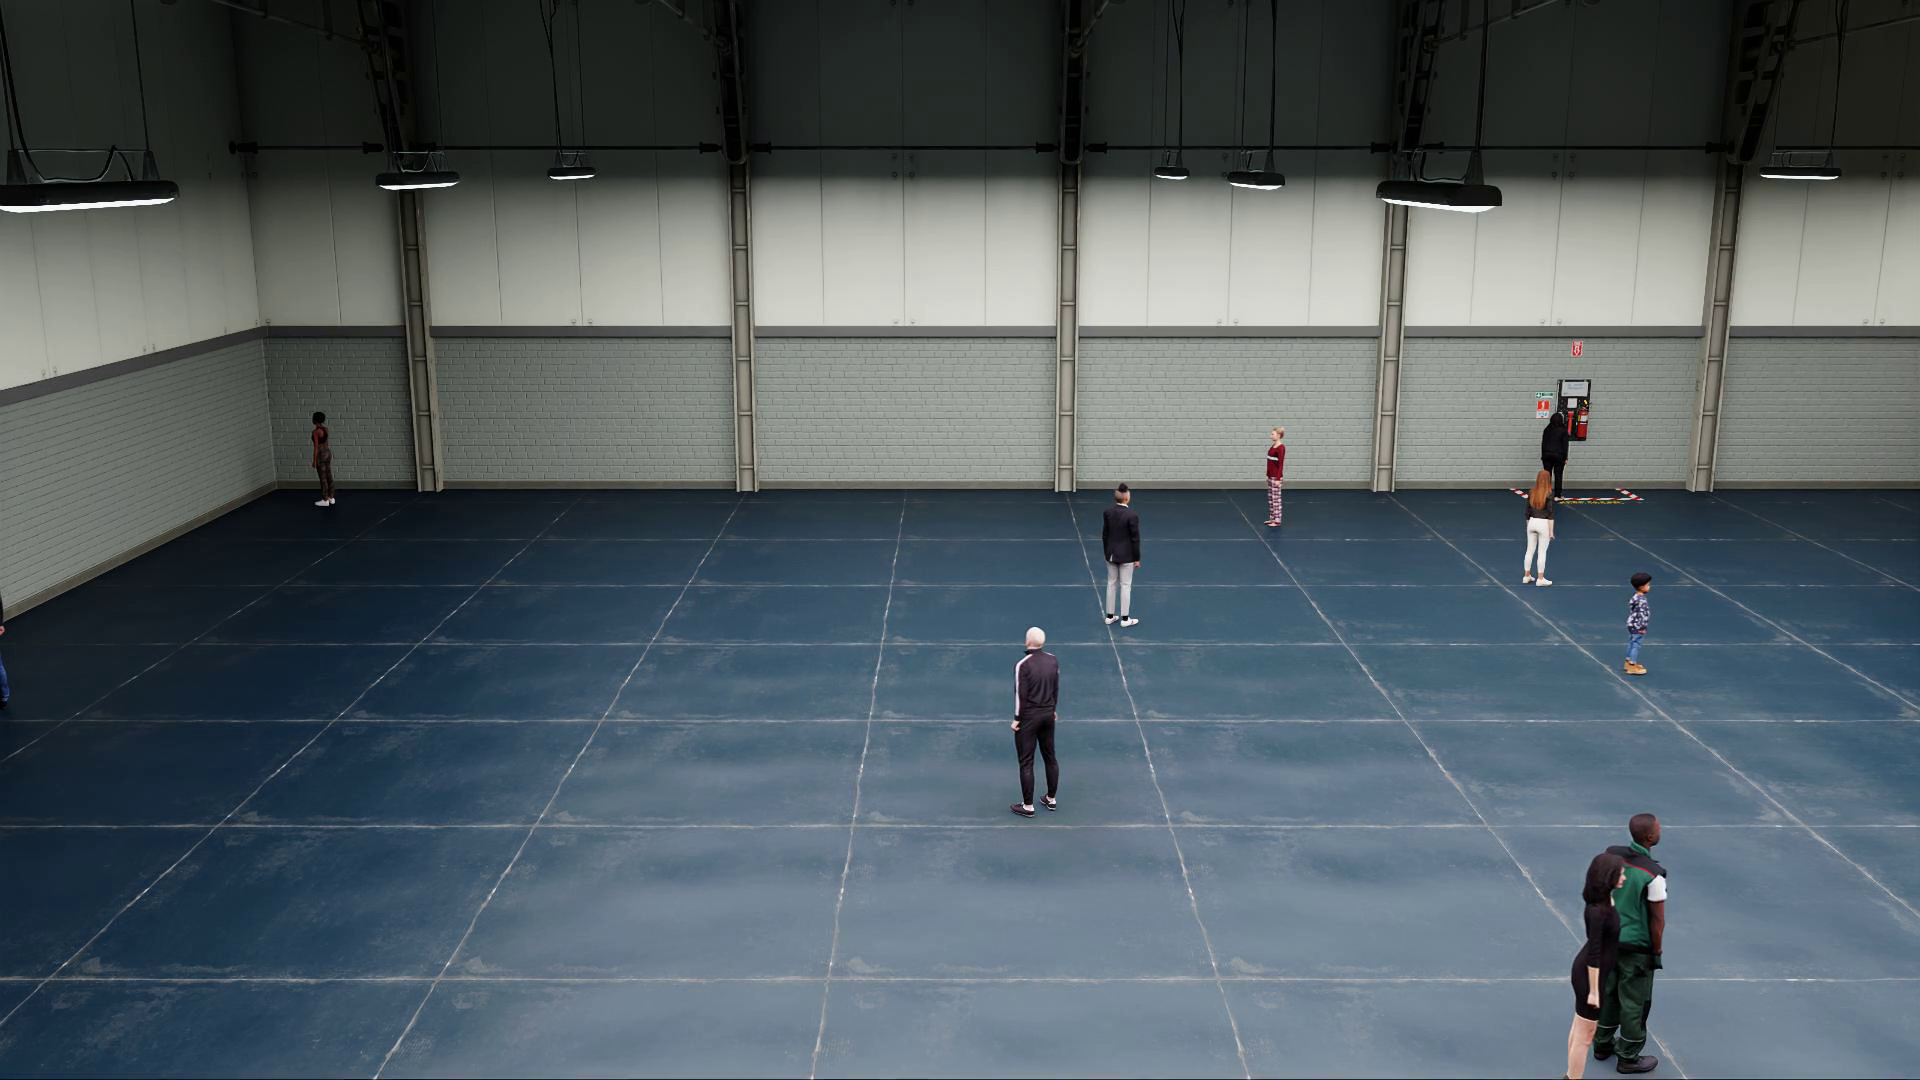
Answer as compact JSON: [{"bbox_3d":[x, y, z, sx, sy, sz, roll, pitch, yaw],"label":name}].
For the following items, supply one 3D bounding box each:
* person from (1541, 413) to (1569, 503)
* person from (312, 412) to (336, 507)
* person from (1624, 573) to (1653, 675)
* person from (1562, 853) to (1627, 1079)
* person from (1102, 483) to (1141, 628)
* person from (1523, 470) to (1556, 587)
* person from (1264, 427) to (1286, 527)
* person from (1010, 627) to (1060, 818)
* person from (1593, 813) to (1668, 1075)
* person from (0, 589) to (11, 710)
[{"bbox_3d":[10.828,-1.515,30.315,0.755,1.616,0.824,11,17,39],"label":"person"},{"bbox_3d":[-11.488,-1.478,29.968,0.597,1.700,0.616,3,13,12],"label":"person"},{"bbox_3d":[8.246,1.007,20.236,0.538,1.249,0.526,3,13,12],"label":"person"},{"bbox_3d":[4.135,2.889,10.878,0.634,1.804,0.653,6,14,23],"label":"person"},{"bbox_3d":[2.146,0.175,22.278,0.759,1.949,0.856,10,16,37],"label":"person"},{"bbox_3d":[8.494,-0.188,24.390,0.713,1.704,0.684,-10,16,-36],"label":"person"},{"bbox_3d":[5.364,-1.087,28.289,0.555,1.696,0.649,-2,13,-10],"label":"person"},{"bbox_3d":[0.731,1.720,15.853,0.724,1.837,0.826,-9,16,-34],"label":"person"},{"bbox_3d":[4.604,2.744,11.432,0.743,1.837,0.770,-6,14,-24],"label":"person"},{"bbox_3d":[-11.063,1.016,18.769,0.780,1.894,0.763,9,16,34],"label":"person"}]
